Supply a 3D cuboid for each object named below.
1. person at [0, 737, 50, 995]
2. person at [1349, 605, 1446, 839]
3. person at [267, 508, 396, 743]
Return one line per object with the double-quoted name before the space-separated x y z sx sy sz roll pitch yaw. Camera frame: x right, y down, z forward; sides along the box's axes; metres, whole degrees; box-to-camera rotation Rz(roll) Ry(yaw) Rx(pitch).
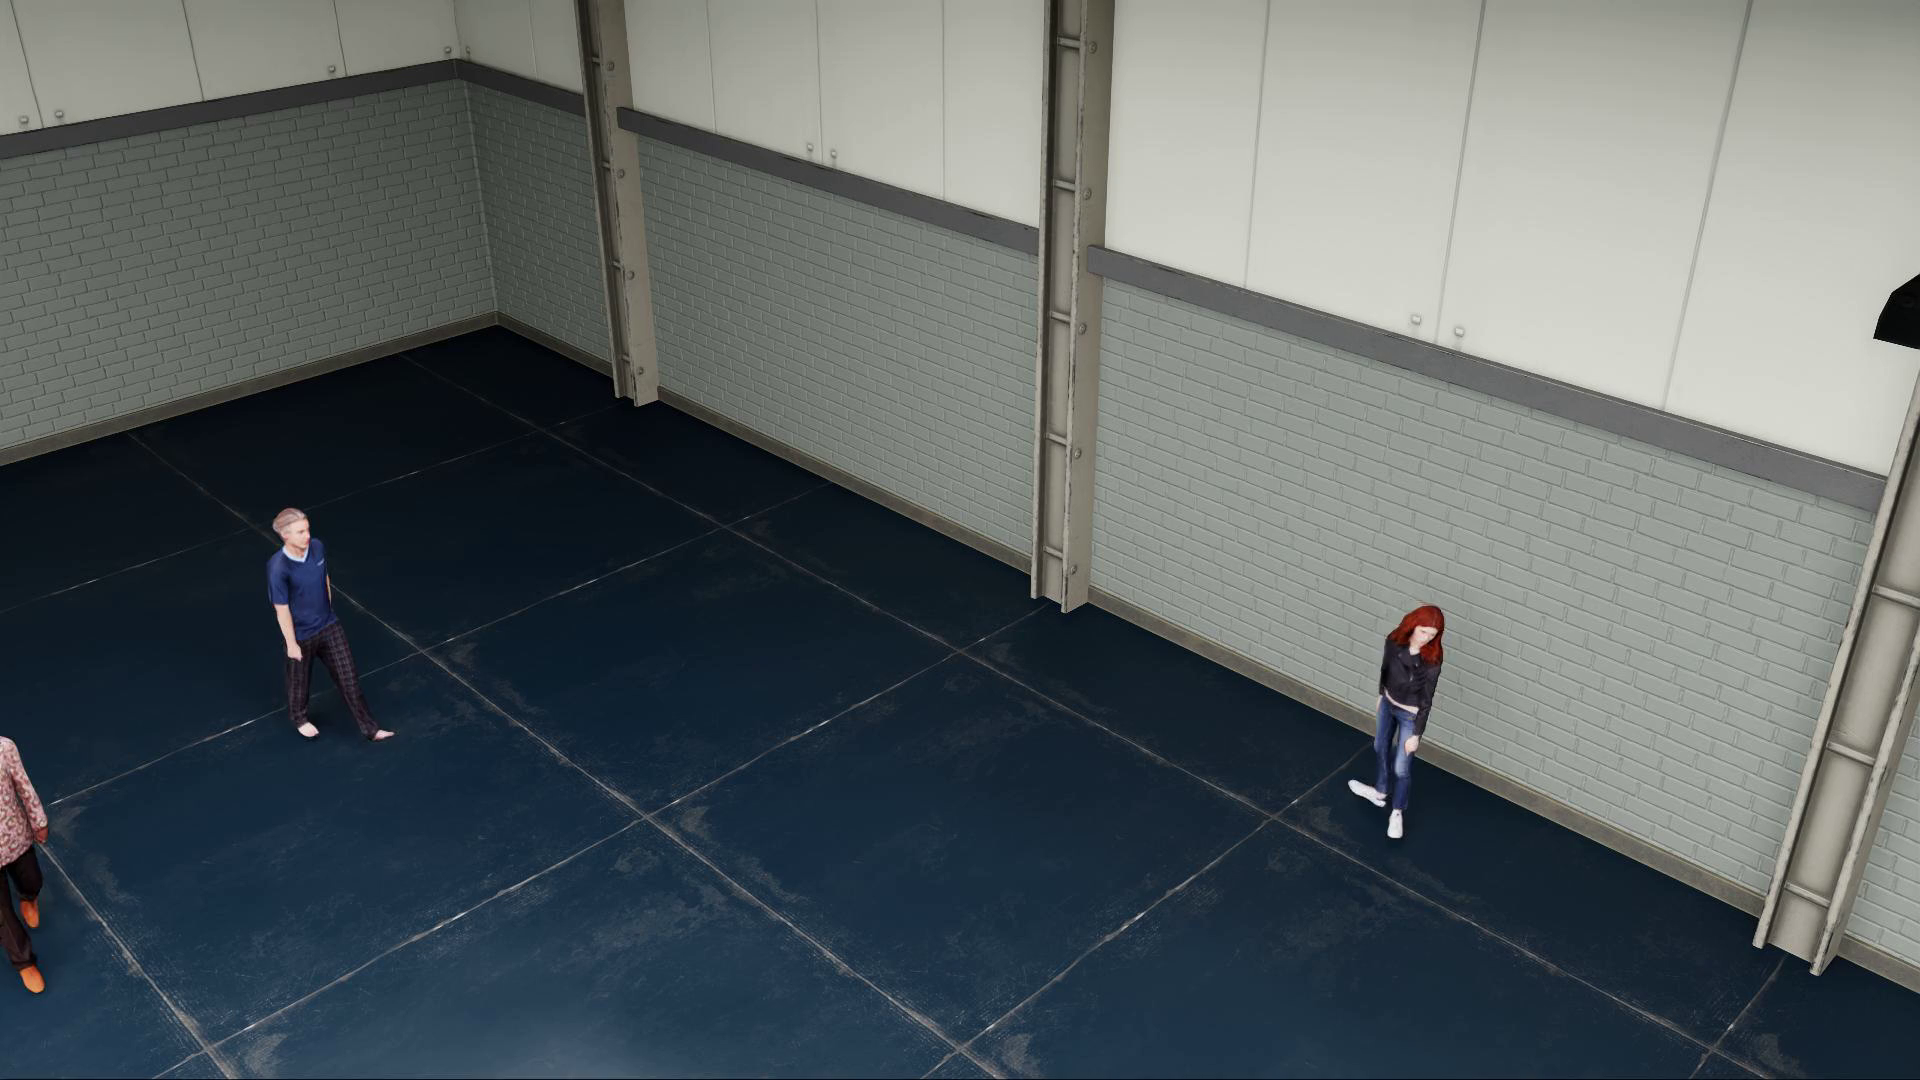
"person" -5.619 1.702 9.659 0.767 1.785 1.137 -21 35 -34
"person" 2.852 1.116 10.787 0.908 1.759 0.607 -11 30 -19
"person" -4.634 0.611 11.668 1.194 1.823 0.869 16 32 28
